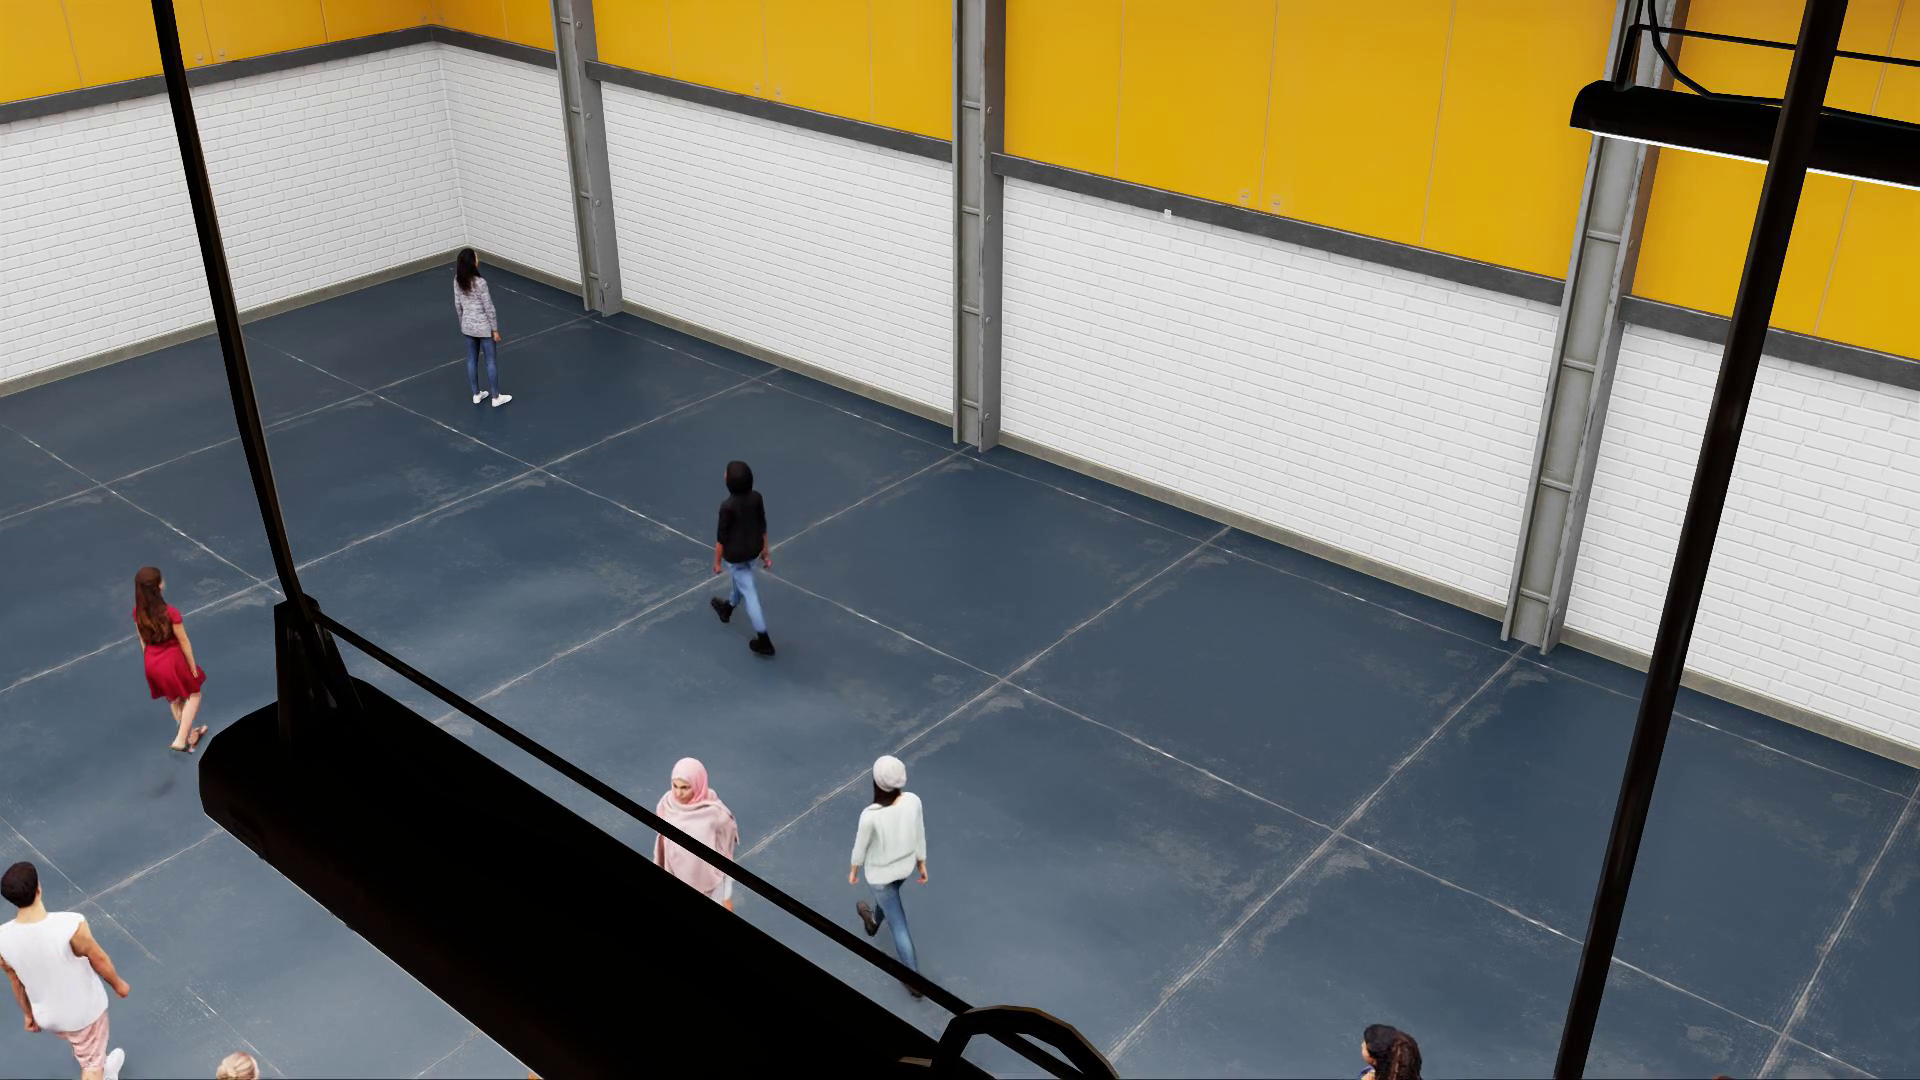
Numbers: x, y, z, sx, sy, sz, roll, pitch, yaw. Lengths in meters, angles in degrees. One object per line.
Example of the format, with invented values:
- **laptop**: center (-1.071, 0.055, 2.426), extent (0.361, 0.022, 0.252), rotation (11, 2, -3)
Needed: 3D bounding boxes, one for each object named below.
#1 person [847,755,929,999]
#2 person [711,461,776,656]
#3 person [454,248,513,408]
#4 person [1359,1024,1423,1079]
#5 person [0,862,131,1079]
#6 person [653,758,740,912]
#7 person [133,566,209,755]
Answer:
- **person**: center (-0.377, 2.044, 10.006), extent (0.817, 1.599, 1.147), rotation (-17, 33, -28)
- **person**: center (-1.681, 0.185, 13.352), extent (1.097, 1.657, 0.619), rotation (24, 37, 37)
- **person**: center (-5.161, -2.281, 17.795), extent (0.563, 1.732, 0.727), rotation (11, 31, 20)
- **person**: center (2.113, 3.060, 8.164), extent (0.984, 1.578, 0.638), rotation (21, 35, 33)
- **person**: center (-4.804, 2.549, 8.917), extent (1.123, 1.754, 1.177), rotation (-2, 29, -4)
- **person**: center (-1.552, 2.046, 9.788), extent (0.687, 1.804, 0.789), rotation (6, 29, 10)
- **person**: center (-5.795, 0.929, 12.109), extent (0.804, 1.542, 0.826), rotation (2, 29, 4)
